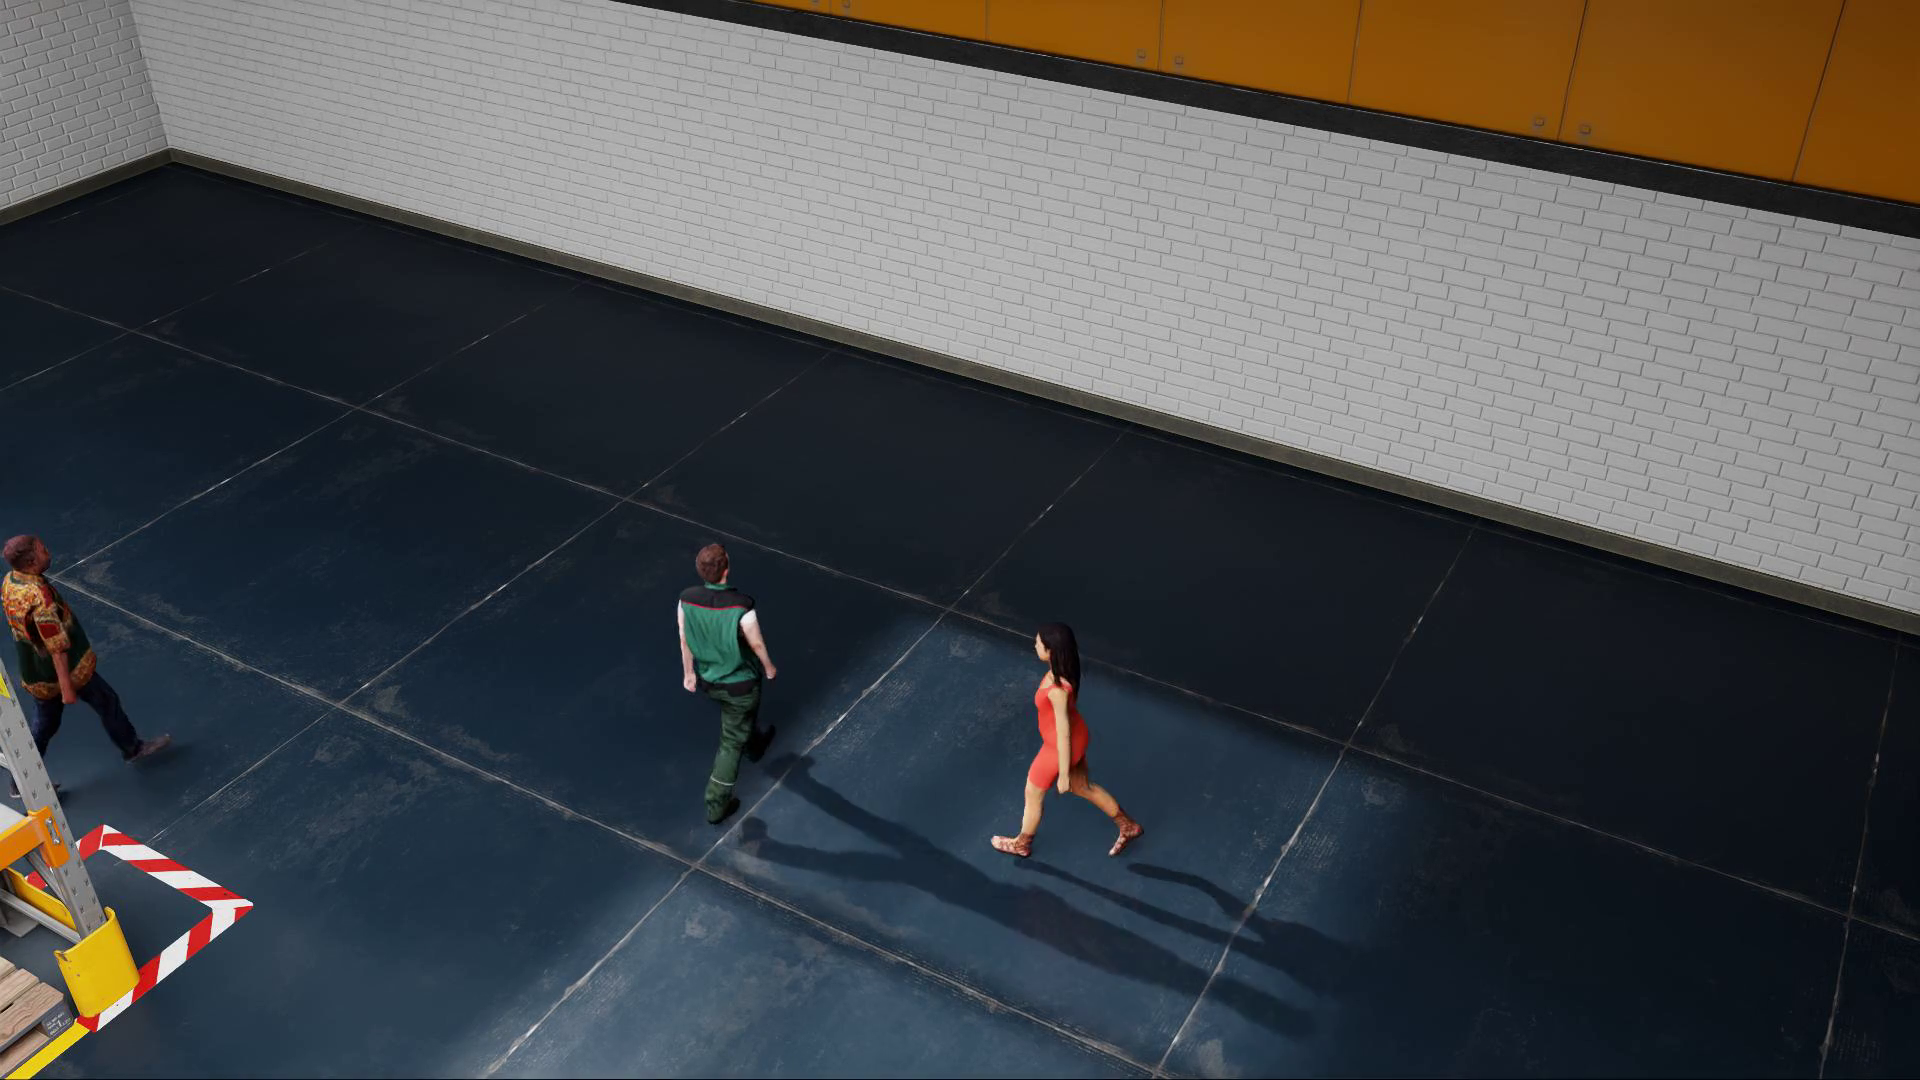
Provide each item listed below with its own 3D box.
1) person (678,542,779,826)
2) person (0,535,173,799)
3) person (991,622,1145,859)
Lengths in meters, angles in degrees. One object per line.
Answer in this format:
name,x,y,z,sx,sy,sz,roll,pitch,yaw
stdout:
person,-1.403,0.866,9.881,0.735,1.802,1.186,13,36,19
person,-5.518,0.808,9.999,0.874,1.768,1.255,26,42,33
person,0.688,1.197,9.488,0.978,1.686,1.157,3,34,5
